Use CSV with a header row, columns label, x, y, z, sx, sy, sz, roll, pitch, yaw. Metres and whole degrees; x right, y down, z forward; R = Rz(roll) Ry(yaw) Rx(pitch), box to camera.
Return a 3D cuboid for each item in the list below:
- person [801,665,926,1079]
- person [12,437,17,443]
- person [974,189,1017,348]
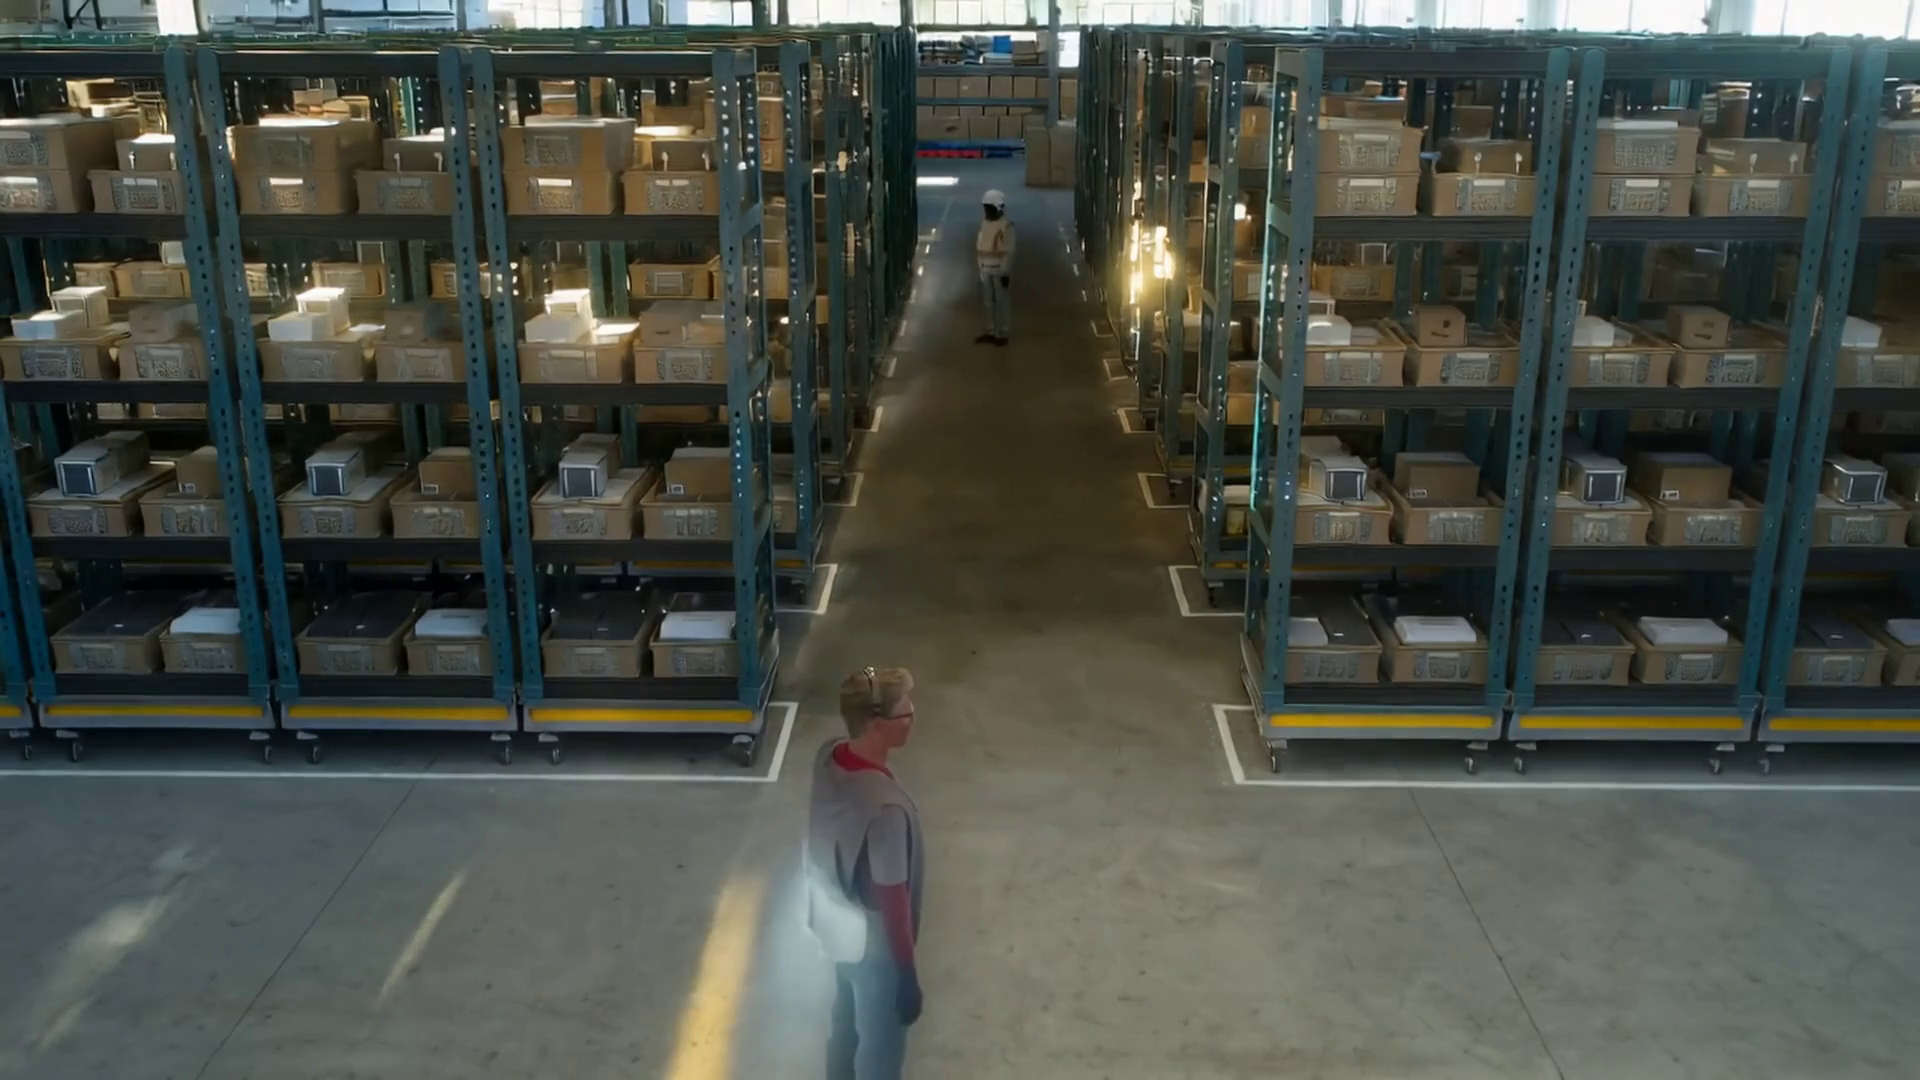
label,x,y,z,sx,sy,sz,roll,pitch,yaw
person,-0.293,1.271,5.284,0.377,1.844,0.569,-8,19,-24
person,-6.912,-0.875,11.910,0.451,1.972,0.618,0,17,0
person,0.403,-3.175,19.476,0.403,1.835,0.588,-11,20,-31
